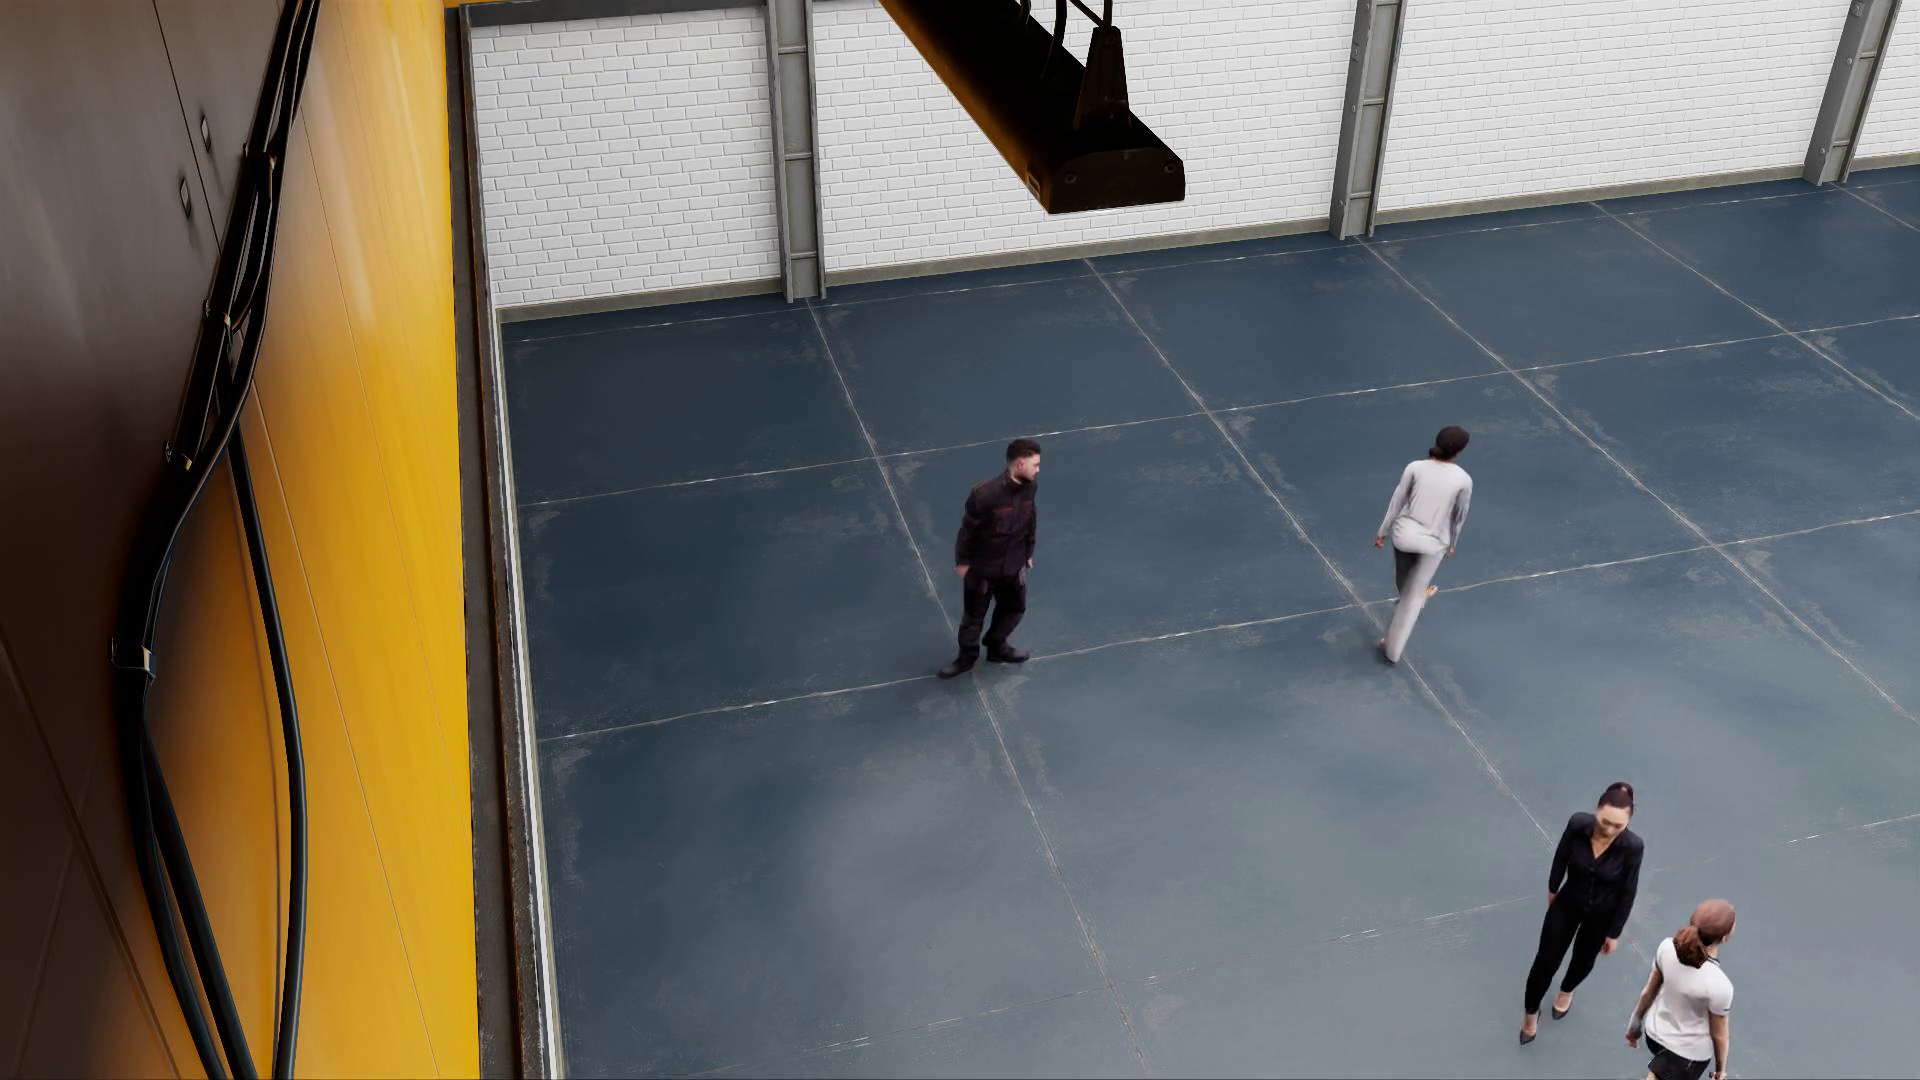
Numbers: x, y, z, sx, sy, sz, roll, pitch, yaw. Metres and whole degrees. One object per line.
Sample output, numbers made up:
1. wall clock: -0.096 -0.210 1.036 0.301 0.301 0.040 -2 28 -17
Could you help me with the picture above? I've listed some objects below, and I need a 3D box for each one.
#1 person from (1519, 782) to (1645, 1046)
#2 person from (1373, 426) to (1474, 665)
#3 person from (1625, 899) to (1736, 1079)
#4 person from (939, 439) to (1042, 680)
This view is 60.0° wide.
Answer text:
1. person: 3.271 1.887 8.630 0.786 1.692 0.849 19 38 27
2. person: 3.112 0.063 11.388 1.160 1.677 1.219 15 36 21
3. person: 3.279 2.422 7.816 1.188 1.703 0.669 -13 36 -19
4. person: 0.172 0.128 11.162 0.696 1.820 0.998 -12 35 -17
